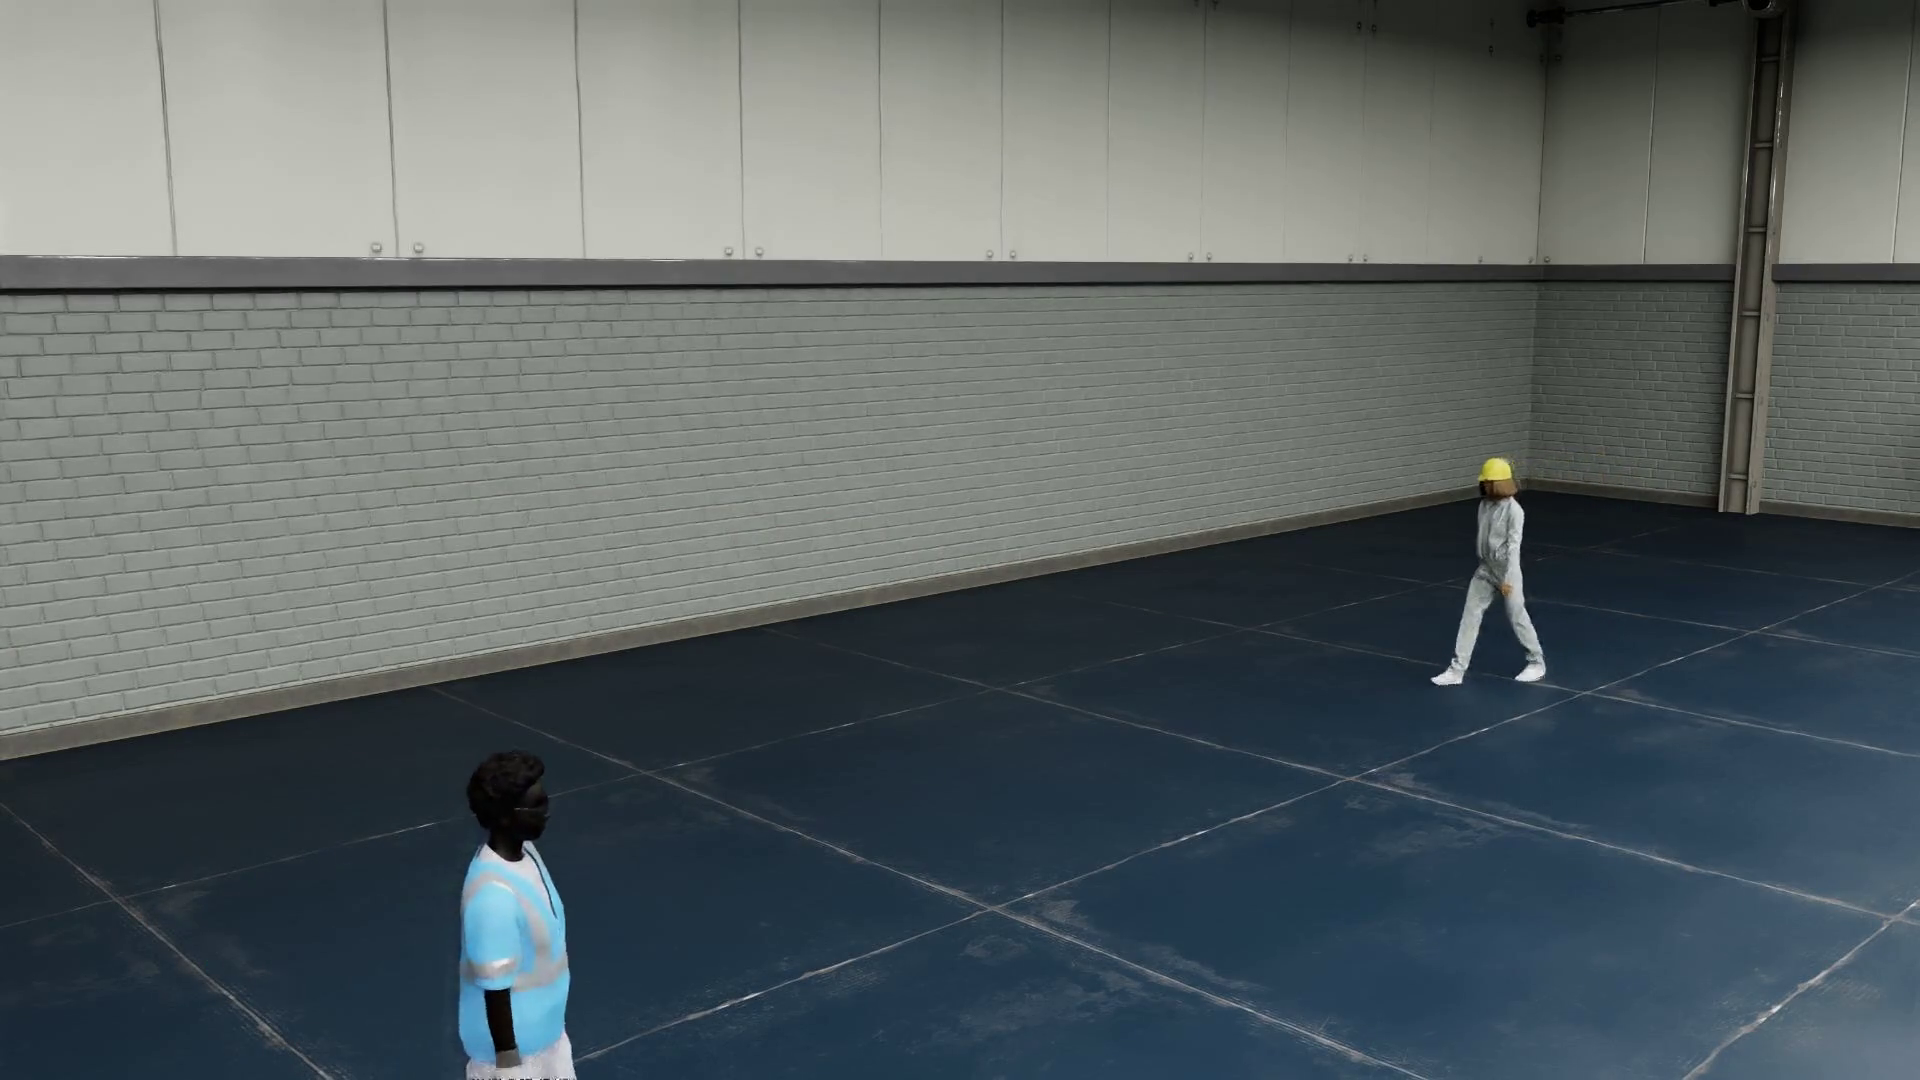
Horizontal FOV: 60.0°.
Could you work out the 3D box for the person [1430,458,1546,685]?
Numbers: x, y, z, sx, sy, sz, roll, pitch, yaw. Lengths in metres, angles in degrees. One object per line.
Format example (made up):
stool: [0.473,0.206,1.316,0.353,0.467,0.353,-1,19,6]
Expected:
person: [3.959,0.235,12.207,0.916,1.687,0.492,-4,10,-22]

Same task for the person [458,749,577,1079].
person: [-1.368,1.424,4.866,0.740,1.671,0.540,-1,9,-5]
